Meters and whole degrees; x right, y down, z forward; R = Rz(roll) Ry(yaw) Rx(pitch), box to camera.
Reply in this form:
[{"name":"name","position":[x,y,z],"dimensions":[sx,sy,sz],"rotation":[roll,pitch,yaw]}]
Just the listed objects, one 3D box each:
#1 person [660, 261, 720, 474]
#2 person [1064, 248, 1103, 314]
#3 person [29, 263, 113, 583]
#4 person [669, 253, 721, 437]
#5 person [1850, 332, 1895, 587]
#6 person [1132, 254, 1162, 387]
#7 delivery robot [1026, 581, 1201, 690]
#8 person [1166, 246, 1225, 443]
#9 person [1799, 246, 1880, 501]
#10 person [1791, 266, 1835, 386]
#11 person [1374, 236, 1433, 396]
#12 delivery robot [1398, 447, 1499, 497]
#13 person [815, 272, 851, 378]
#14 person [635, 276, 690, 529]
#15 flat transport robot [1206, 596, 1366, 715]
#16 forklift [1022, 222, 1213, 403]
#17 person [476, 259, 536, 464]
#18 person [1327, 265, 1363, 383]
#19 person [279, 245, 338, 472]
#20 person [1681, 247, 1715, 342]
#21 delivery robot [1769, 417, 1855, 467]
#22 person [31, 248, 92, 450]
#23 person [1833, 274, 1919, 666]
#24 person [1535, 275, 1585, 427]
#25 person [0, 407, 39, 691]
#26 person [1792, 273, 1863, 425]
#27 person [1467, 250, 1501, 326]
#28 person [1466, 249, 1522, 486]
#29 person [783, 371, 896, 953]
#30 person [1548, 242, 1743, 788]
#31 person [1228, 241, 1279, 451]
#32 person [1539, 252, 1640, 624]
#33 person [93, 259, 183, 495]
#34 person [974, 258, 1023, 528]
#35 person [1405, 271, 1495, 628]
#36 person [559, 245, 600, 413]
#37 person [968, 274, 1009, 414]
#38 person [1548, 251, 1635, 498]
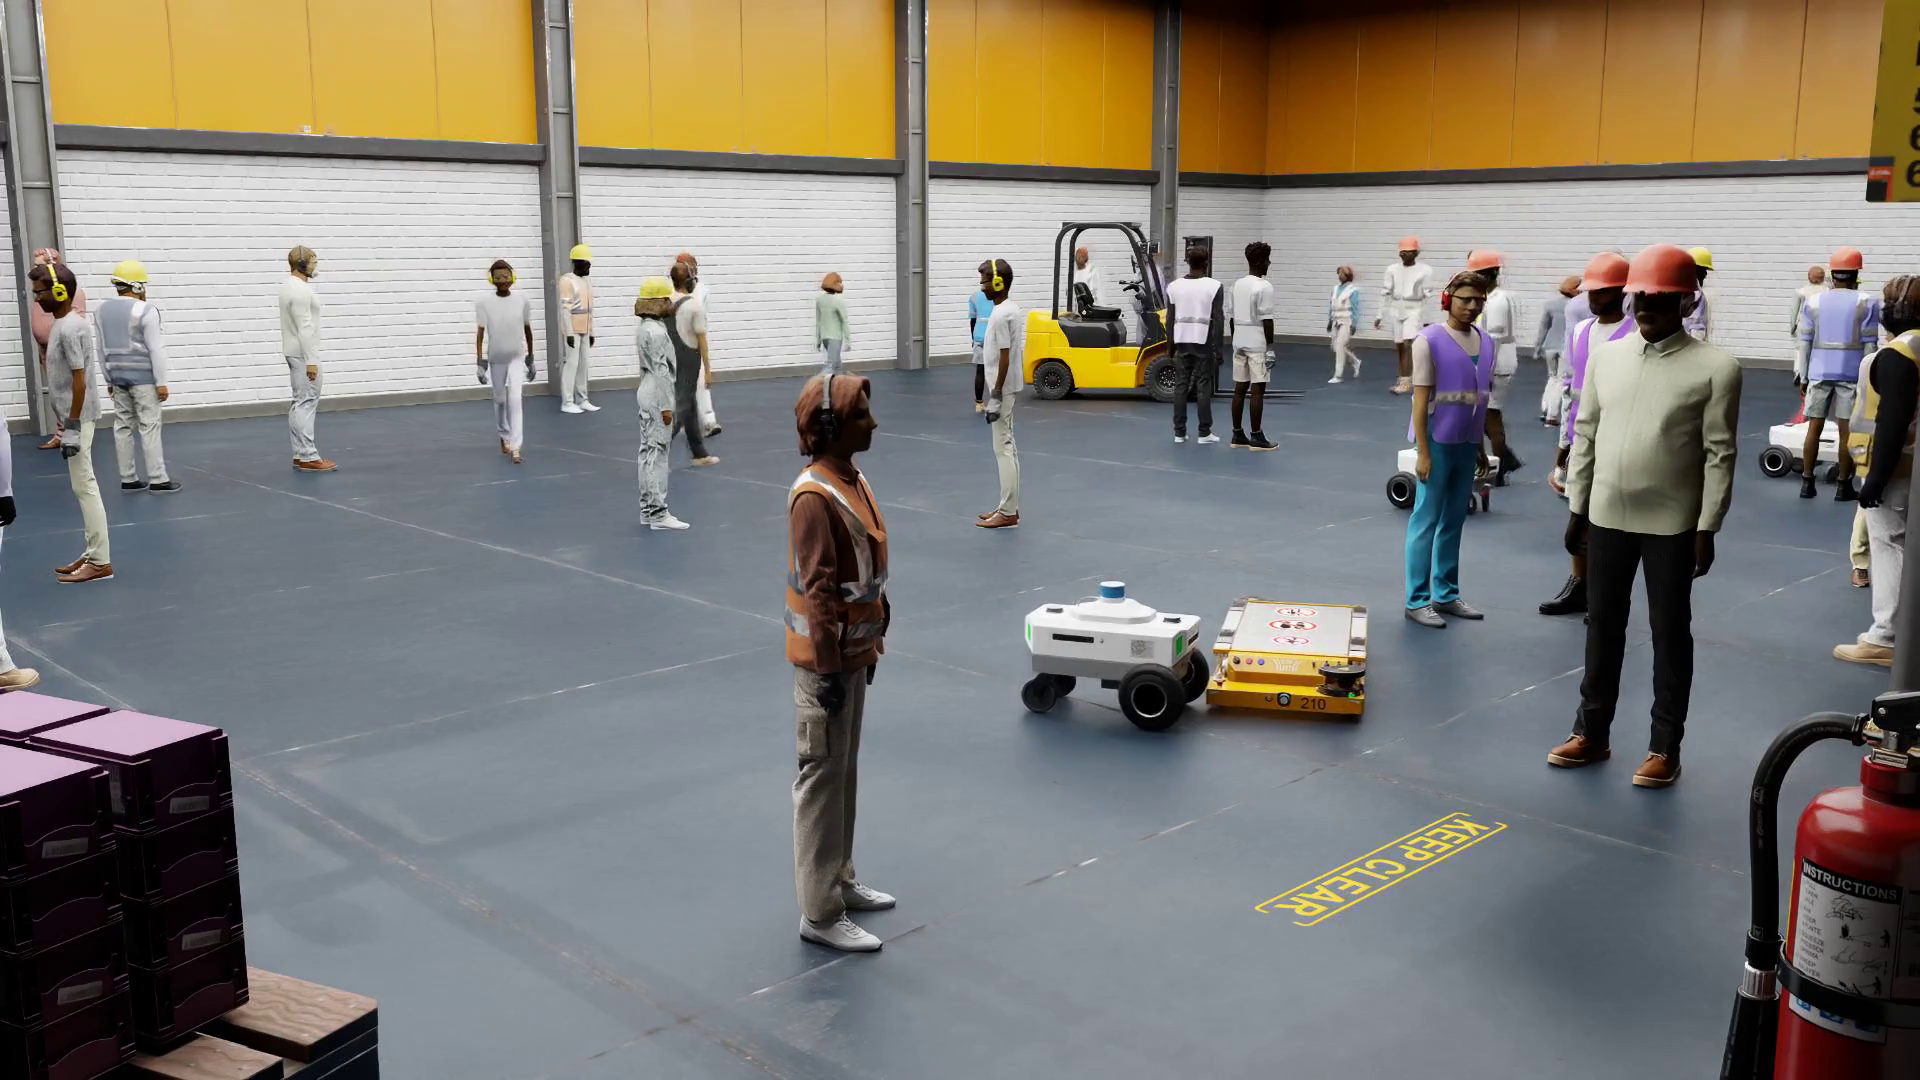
[{"name":"person","position":[-2.404,-1.471,14.218],"dimensions":[0.522,1.813,0.931],"rotation":[7,13,34]},{"name":"person","position":[1.879,-3.627,25.952],"dimensions":[0.611,1.803,1.090],"rotation":[7,13,35]},{"name":"person","position":[-5.210,-0.678,9.745],"dimensions":[0.329,1.859,0.508],"rotation":[-5,12,-27]},{"name":"person","position":[-2.746,-1.948,16.724],"dimensions":[0.587,1.831,0.960],"rotation":[-6,12,-30]},{"name":"person","position":[5.394,-0.534,9.560],"dimensions":[0.506,1.636,0.278],"rotation":[1,10,6]},{"name":"person","position":[2.567,-2.986,22.255],"dimensions":[0.544,1.886,0.673],"rotation":[0,10,-1]},{"name":"delivery robot","position":[0.644,0.420,7.055],"dimensions":[0.707,0.478,0.477],"rotation":[4,11,21]},{"name":"person","position":[2.291,-1.896,16.238],"dimensions":[0.612,1.915,0.396],"rotation":[6,12,31]},{"name":"person","position":[6.705,-1.266,12.720],"dimensions":[0.545,1.942,0.350],"rotation":[8,13,38]},{"name":"person","position":[11.231,-2.793,21.915],"dimensions":[0.517,1.628,0.379],"rotation":[6,12,29]},{"name":"person","position":[5.600,-2.829,21.076],"dimensions":[0.632,2.003,0.974],"rotation":[8,13,38]},{"name":"delivery robot","position":[3.599,-0.535,12.262],"dimensions":[0.477,0.478,0.707],"rotation":[-9,14,-40]},{"name":"person","position":[-1.538,-2.364,19.633],"dimensions":[0.799,1.601,0.510],"rotation":[-10,14,-43]},{"name":"person","position":[-2.080,-0.946,11.514],"dimensions":[0.294,1.744,0.487],"rotation":[-5,11,-24]},{"name":"flat transport robot","position":[1.530,0.502,7.634],"dimensions":[0.652,0.197,1.431],"rotation":[3,11,14]},{"name":"forklift","position":[1.935,-2.847,20.651],"dimensions":[2.313,2.155,1.214],"rotation":[2,11,13]},{"name":"person","position":[-4.131,-1.637,15.124],"dimensions":[0.536,1.813,0.998],"rotation":[-3,11,-17]},{"name":"person","position":[5.313,-2.969,22.873],"dimensions":[0.610,1.618,0.524],"rotation":[-5,11,-24]},{"name":"person","position":[-5.627,-1.552,14.290],"dimensions":[0.355,1.936,0.637],"rotation":[-6,12,-30]},{"name":"person","position":[6.402,-1.612,14.660],"dimensions":[0.372,1.922,0.585],"rotation":[-1,10,-3]},{"name":"delivery robot","position":[7.135,-0.822,13.823],"dimensions":[0.477,0.478,0.707],"rotation":[-8,13,-37]},{"name":"person","position":[-8.470,-1.776,15.613],"dimensions":[0.637,1.902,0.406],"rotation":[7,12,34]},{"name":"person","position":[4.426,-0.325,7.863],"dimensions":[0.624,1.844,0.430],"rotation":[-9,14,-40]},{"name":"person","position":[6.373,-1.994,17.599],"dimensions":[0.540,1.599,0.448],"rotation":[10,15,44]},{"name":"person","position":[-4.439,-0.226,7.322],"dimensions":[0.633,1.842,0.429],"rotation":[2,11,10]},{"name":"person","position":[8.582,-1.809,16.266],"dimensions":[0.872,1.726,0.531],"rotation":[2,11,12]},{"name":"person","position":[7.066,-3.029,22.661],"dimensions":[0.710,1.821,0.436],"rotation":[-5,12,-27]},{"name":"person","position":[4.257,-1.382,13.421],"dimensions":[0.467,1.910,0.580],"rotation":[2,11,11]},{"name":"person","position":[-0.353,0.340,4.777],"dimensions":[0.308,1.645,0.514],"rotation":[1,10,6]},{"name":"person","position":[2.533,-0.091,6.166],"dimensions":[0.376,1.995,0.611],"rotation":[-9,14,-42]},{"name":"person","position":[2.777,-1.828,15.714],"dimensions":[0.368,1.966,0.602],"rotation":[-6,12,-28]},{"name":"person","position":[3.329,-0.521,8.671],"dimensions":[0.368,1.933,0.553],"rotation":[-5,12,-27]},{"name":"person","position":[-6.448,-1.269,13.029],"dimensions":[0.591,1.833,0.404],"rotation":[3,11,17]},{"name":"person","position":[0.269,-1.009,11.534],"dimensions":[0.328,1.865,0.512],"rotation":[2,11,9]},{"name":"person","position":[2.554,-0.478,8.702],"dimensions":[0.564,1.839,0.395],"rotation":[-7,13,-35]},{"name":"person","position":[-4.341,-2.405,19.010],"dimensions":[0.421,1.916,0.590],"rotation":[4,11,19]},{"name":"person","position":[0.346,-2.263,18.821],"dimensions":[0.532,1.697,0.322],"rotation":[6,12,31]},{"name":"person","position":[4.764,-1.200,12.462],"dimensions":[0.648,1.890,0.965],"rotation":[0,10,0]}]
